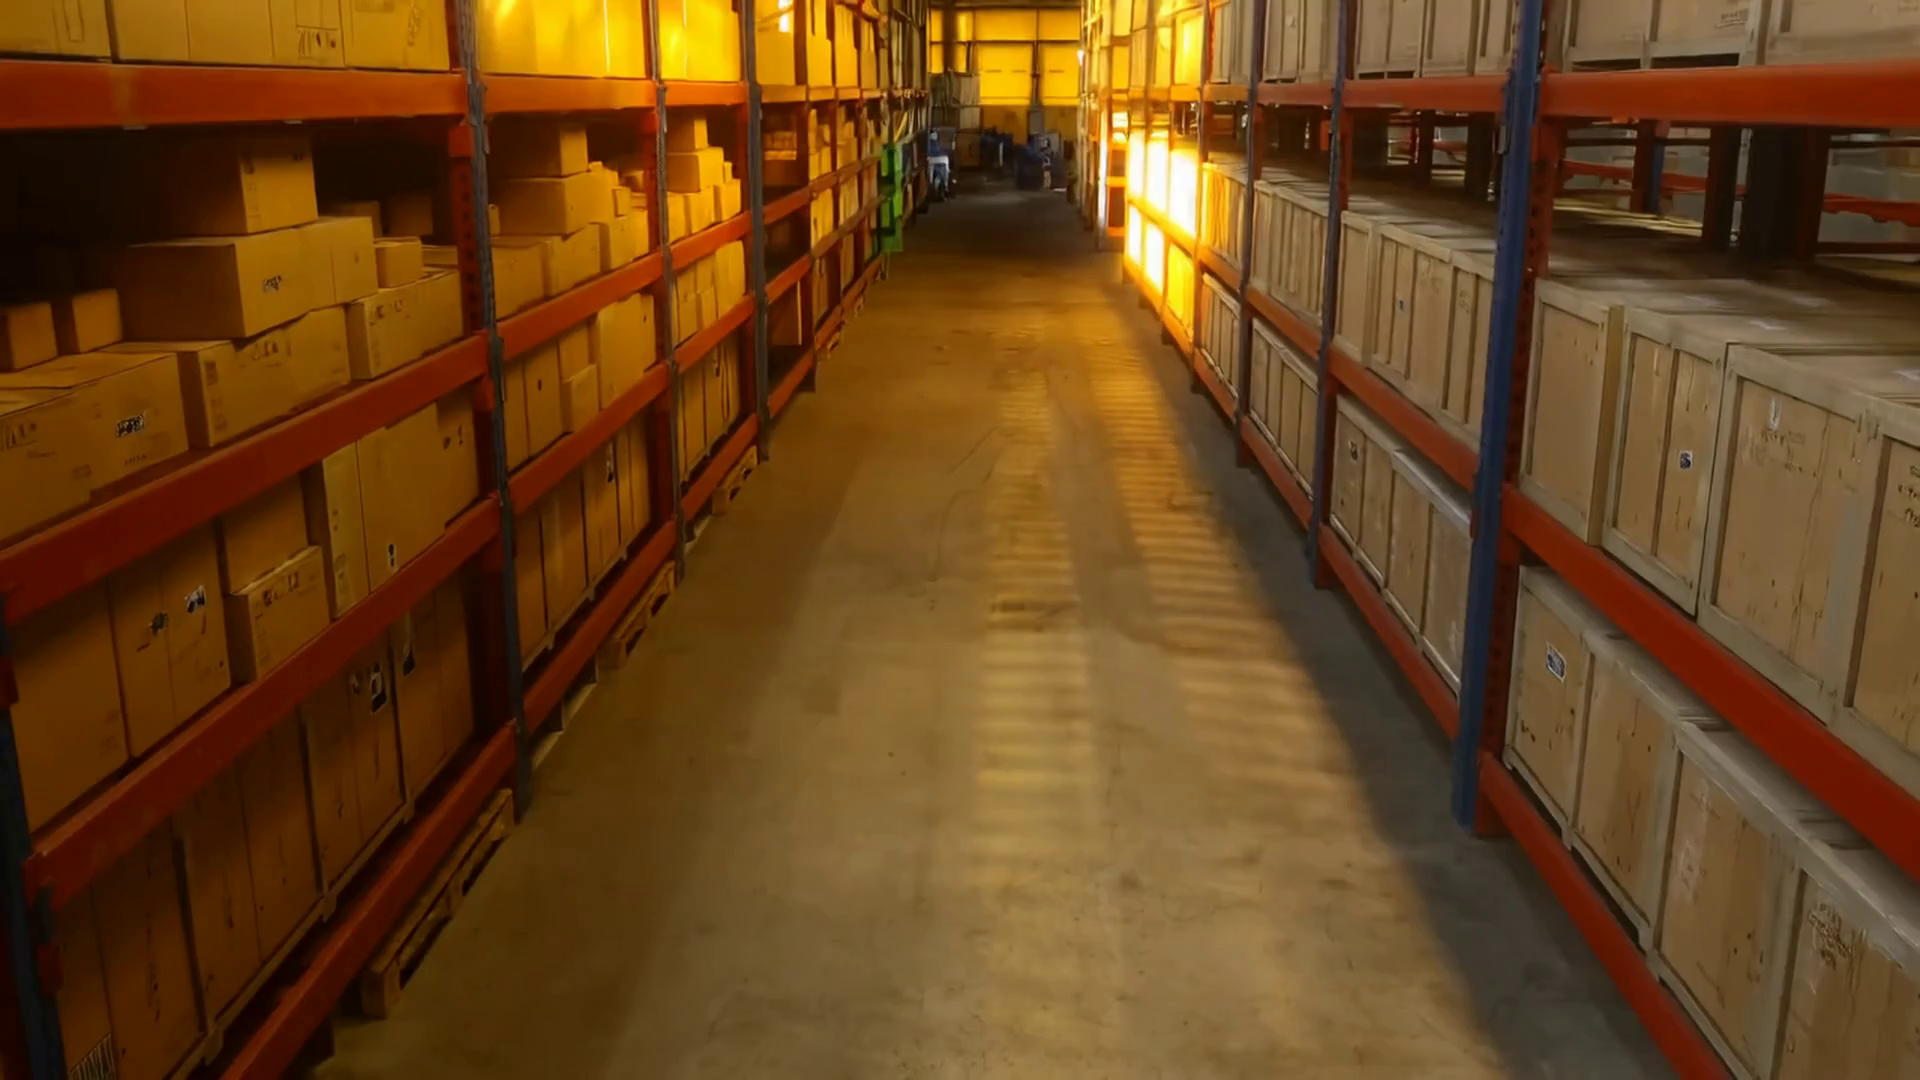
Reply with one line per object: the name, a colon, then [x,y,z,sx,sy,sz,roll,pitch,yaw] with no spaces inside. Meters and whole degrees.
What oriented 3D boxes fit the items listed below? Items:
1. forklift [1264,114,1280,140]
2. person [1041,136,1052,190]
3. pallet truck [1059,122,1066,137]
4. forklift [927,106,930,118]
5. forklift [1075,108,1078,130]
forklift: [11.018,-13.913,59.556,1.129,2.768,1.873,0,15,2]
person: [3.149,-13.828,61.029,0.376,1.936,0.549,-7,16,-23]
pallet truck: [5.788,-21.111,88.014,1.885,1.965,0.823,5,16,18]
forklift: [-1.953,-21.125,86.391,1.129,2.768,1.873,0,15,2]
forklift: [5.408,-17.217,71.850,1.129,2.768,1.873,13,20,41]
